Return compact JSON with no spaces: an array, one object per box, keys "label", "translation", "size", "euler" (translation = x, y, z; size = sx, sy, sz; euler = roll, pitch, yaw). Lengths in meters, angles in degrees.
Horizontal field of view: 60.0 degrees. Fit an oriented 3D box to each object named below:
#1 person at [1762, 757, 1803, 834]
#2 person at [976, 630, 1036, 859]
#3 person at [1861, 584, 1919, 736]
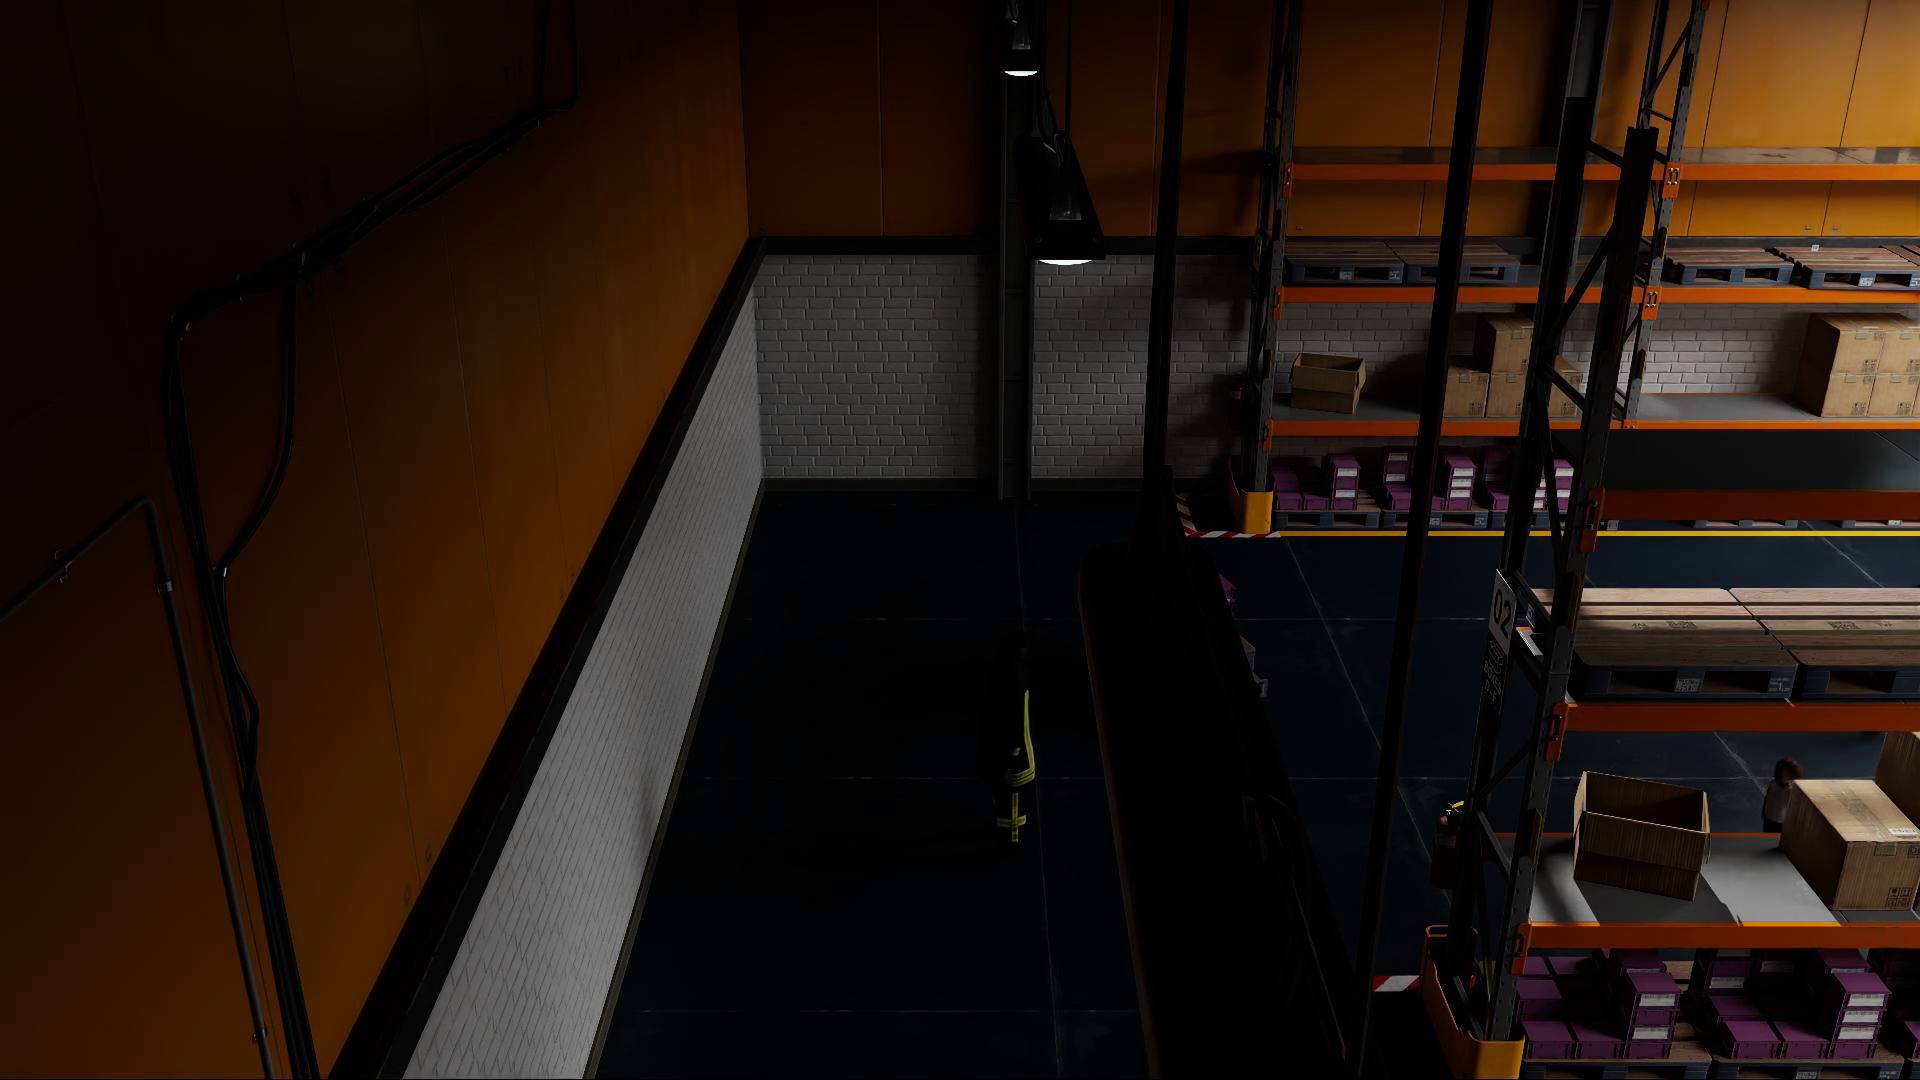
[{"label":"person","translation":[6.176,2.078,12.460],"size":[0.698,1.010,0.519],"euler":[-6,24,-14]},{"label":"person","translation":[0.368,1.531,12.656],"size":[0.662,1.855,0.736],"euler":[-1,24,-1]},{"label":"person","translation":[8.327,0.924,14.249],"size":[0.948,1.690,0.829],"euler":[-13,27,-27]}]
